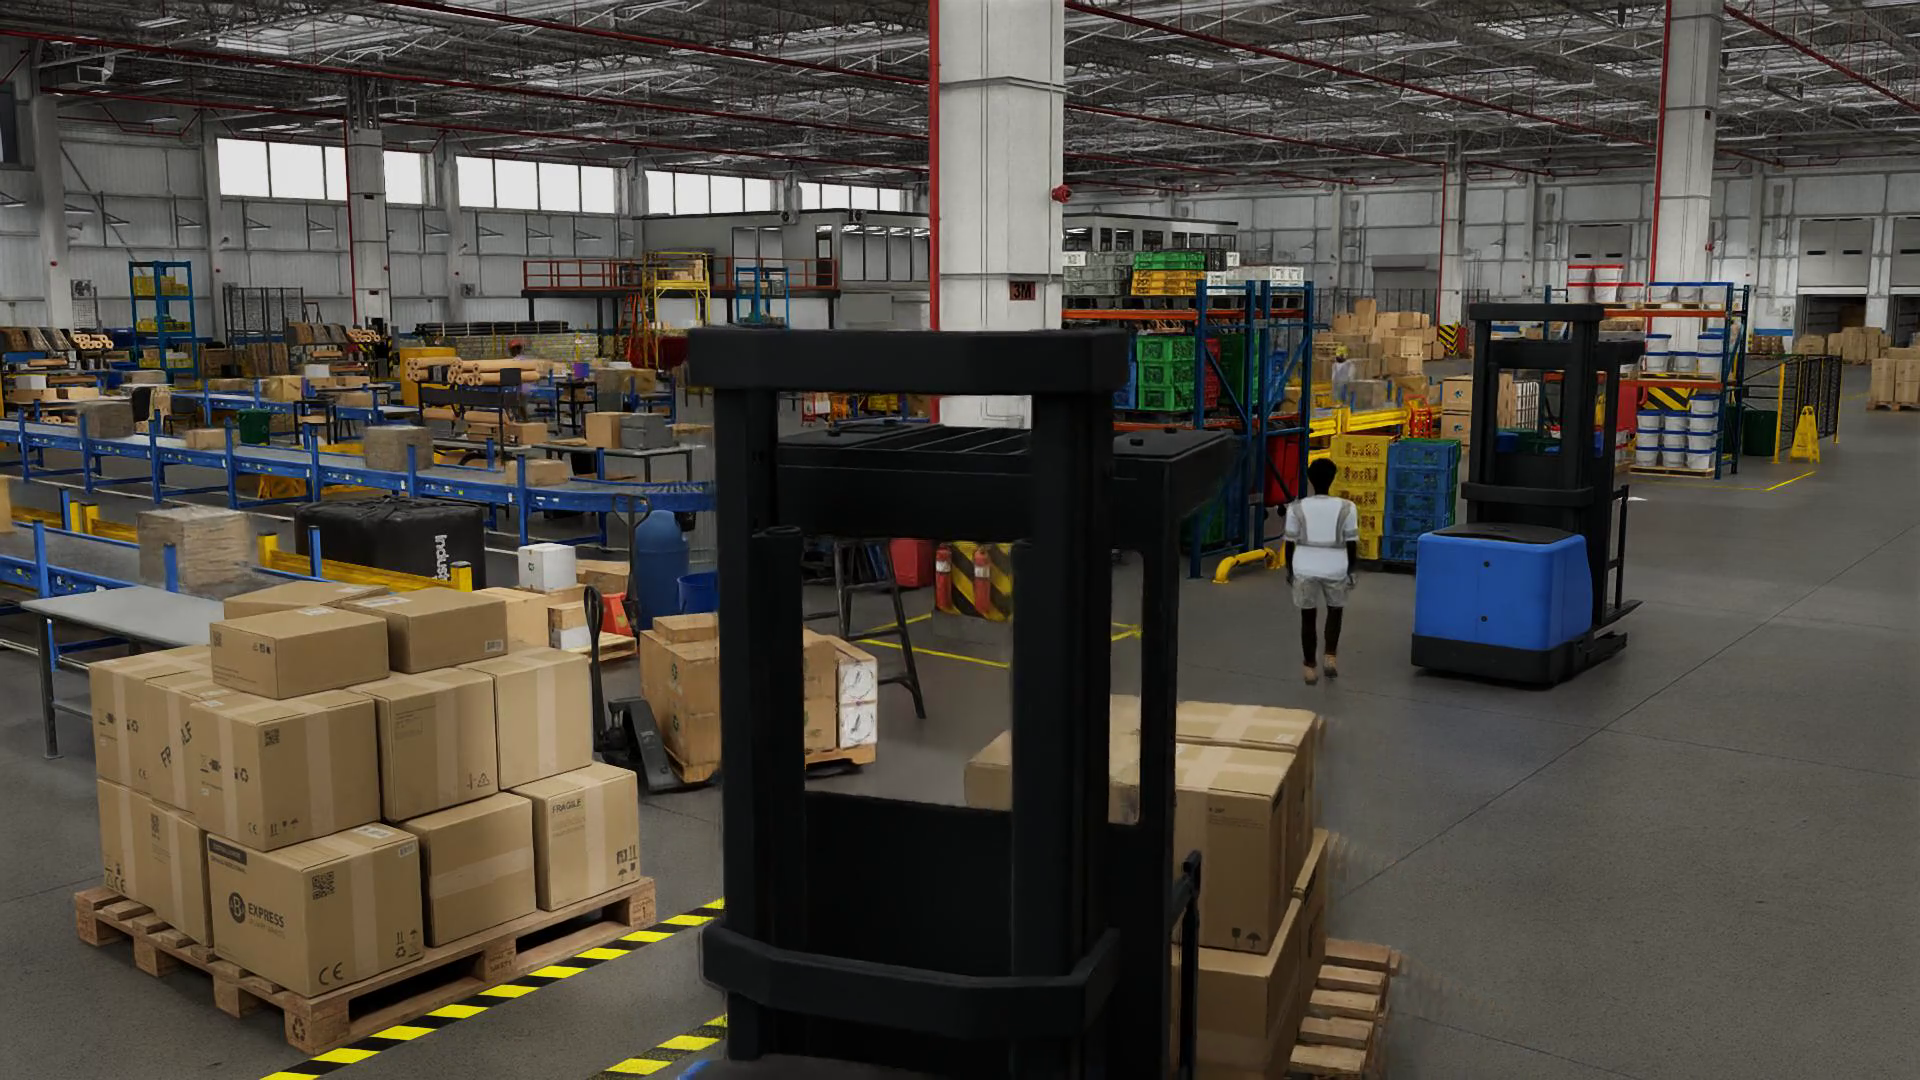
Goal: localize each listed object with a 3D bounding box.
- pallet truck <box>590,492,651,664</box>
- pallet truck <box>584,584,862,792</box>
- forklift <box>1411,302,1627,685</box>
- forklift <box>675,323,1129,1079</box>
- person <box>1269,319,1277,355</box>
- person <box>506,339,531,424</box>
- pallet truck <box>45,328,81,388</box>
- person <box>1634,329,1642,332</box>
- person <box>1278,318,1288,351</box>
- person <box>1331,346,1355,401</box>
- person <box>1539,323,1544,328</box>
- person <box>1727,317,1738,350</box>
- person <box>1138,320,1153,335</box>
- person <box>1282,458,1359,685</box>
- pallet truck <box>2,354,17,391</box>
[{"bbox_3d":[-3.115,0.344,12.883,0.653,1.274,1.630,7,11,37],"label":"pallet truck"},{"bbox_3d":[-1.426,0.805,10.019,1.601,1.201,0.680,-4,9,-26],"label":"pallet truck"},{"bbox_3d":[4.379,-0.438,12.852,1.129,2.768,1.873,7,11,37],"label":"forklift"},{"bbox_3d":[-0.119,0.895,3.863,1.129,2.768,1.873,3,9,19],"label":"forklift"},{"bbox_3d":[14.055,-9.102,75.122,0.495,1.721,0.687,2,9,13],"label":"person"},{"bbox_3d":[-8.683,-2.962,32.837,0.546,2.006,0.606,1,9,10],"label":"person"},{"bbox_3d":[-23.775,-4.544,43.495,1.885,1.965,0.823,6,10,35],"label":"pallet truck"},{"bbox_3d":[19.520,-5.180,48.216,0.992,1.884,0.589,1,9,10],"label":"person"},{"bbox_3d":[15.376,-9.798,79.094,0.605,1.943,0.402,-2,9,-16],"label":"person"},{"bbox_3d":[8.044,-3.167,34.923,0.912,1.795,0.596,-8,11,-42],"label":"person"},{"bbox_3d":[20.753,-6.800,59.185,0.685,1.848,0.570,1,8,4],"label":"person"},{"bbox_3d":[33.172,-8.641,71.428,0.602,1.905,0.710,-1,9,-9],"label":"person"},{"bbox_3d":[6.783,-7.097,60.856,0.632,1.949,0.556,-2,9,-12],"label":"person"},{"bbox_3d":[2.680,0.221,12.397,0.557,1.677,0.527,2,9,12],"label":"person"},{"bbox_3d":[-24.881,-4.417,42.634,1.885,1.965,0.823,8,11,41],"label":"pallet truck"}]
